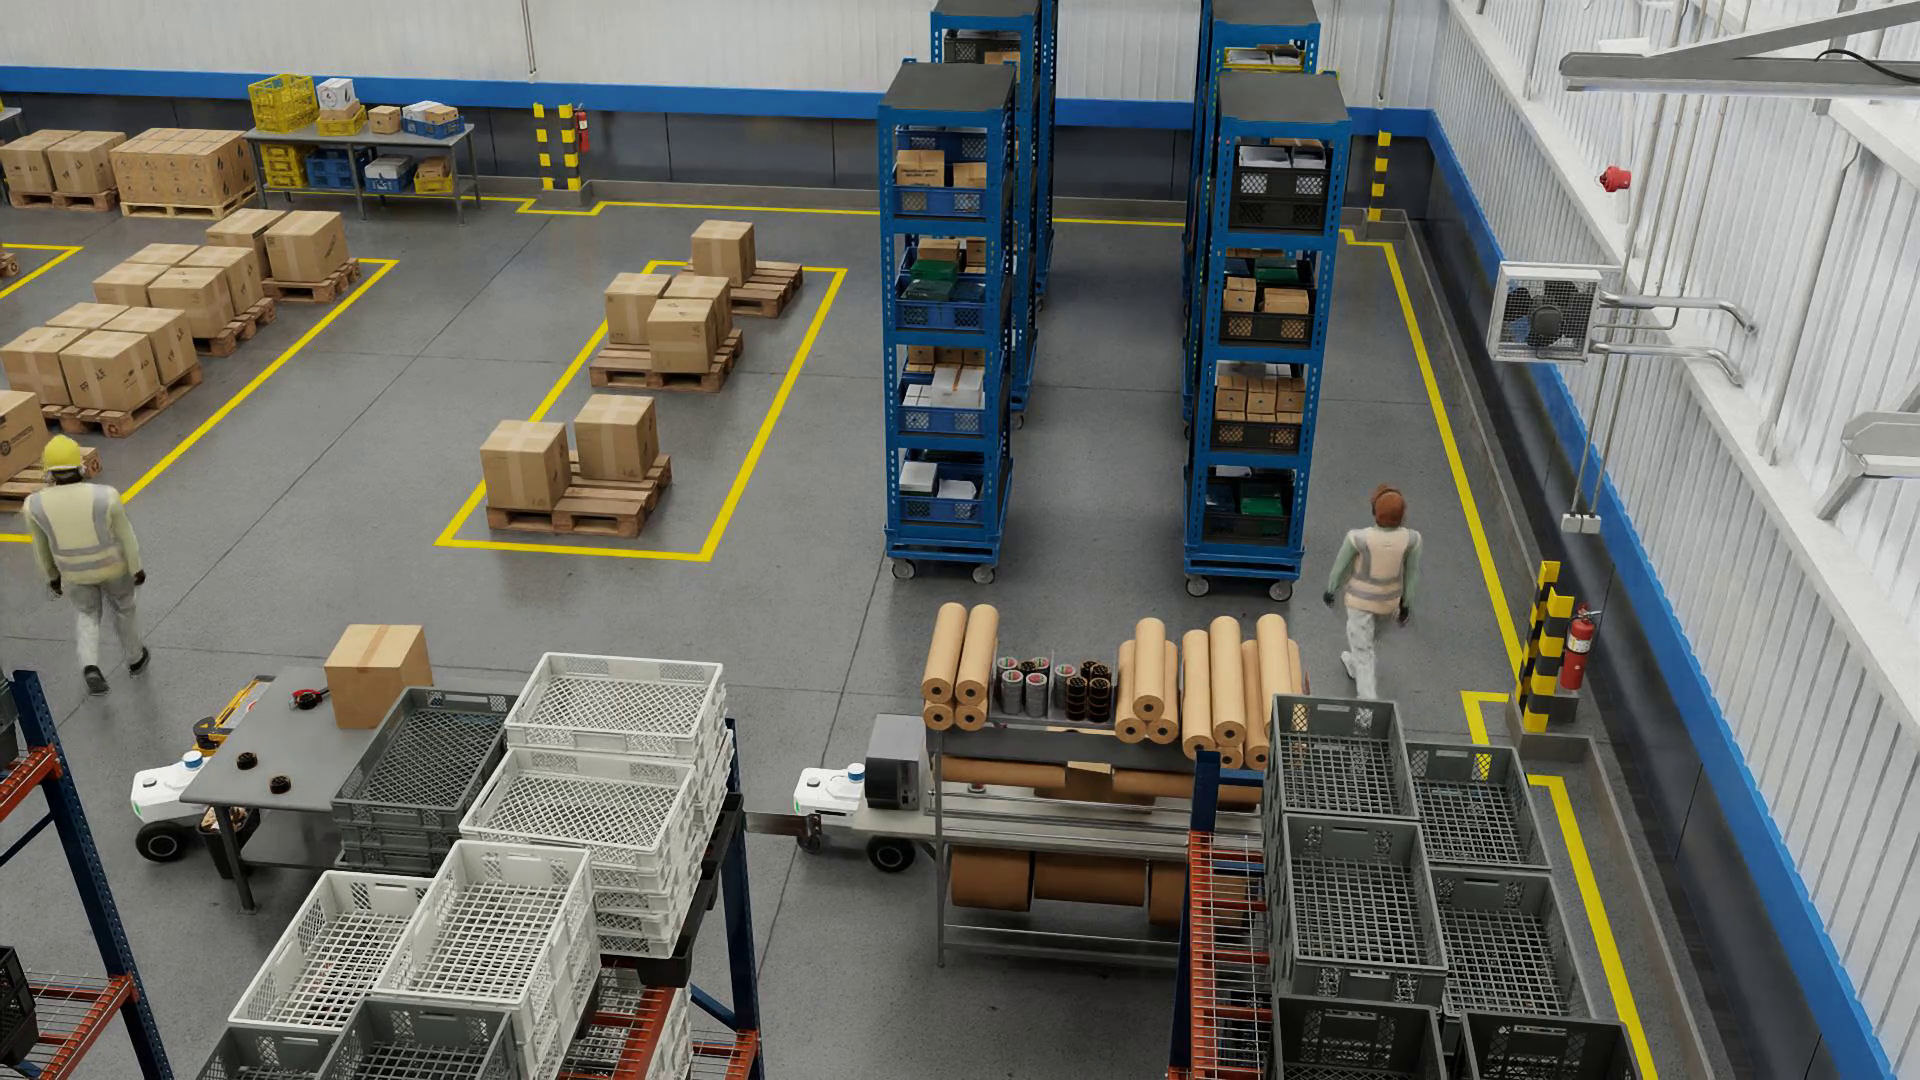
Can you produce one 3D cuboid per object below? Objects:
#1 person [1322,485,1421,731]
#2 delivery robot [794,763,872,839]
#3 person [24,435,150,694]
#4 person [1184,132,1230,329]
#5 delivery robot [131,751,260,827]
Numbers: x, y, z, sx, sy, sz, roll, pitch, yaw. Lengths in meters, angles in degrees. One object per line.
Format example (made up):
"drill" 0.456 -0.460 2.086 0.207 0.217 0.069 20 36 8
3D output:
"person" 2.637 0.385 10.674 0.523 1.594 0.861 -5 31 -8
"delivery robot" -0.598 1.518 9.669 0.707 0.478 0.477 4 31 8
"person" -5.647 0.179 10.815 0.602 1.812 0.623 -6 31 -11
"person" 2.459 -2.948 16.008 0.611 1.996 0.379 -16 34 -26
"delivery robot" -4.455 1.458 9.771 0.707 0.478 0.477 -9 32 -15
